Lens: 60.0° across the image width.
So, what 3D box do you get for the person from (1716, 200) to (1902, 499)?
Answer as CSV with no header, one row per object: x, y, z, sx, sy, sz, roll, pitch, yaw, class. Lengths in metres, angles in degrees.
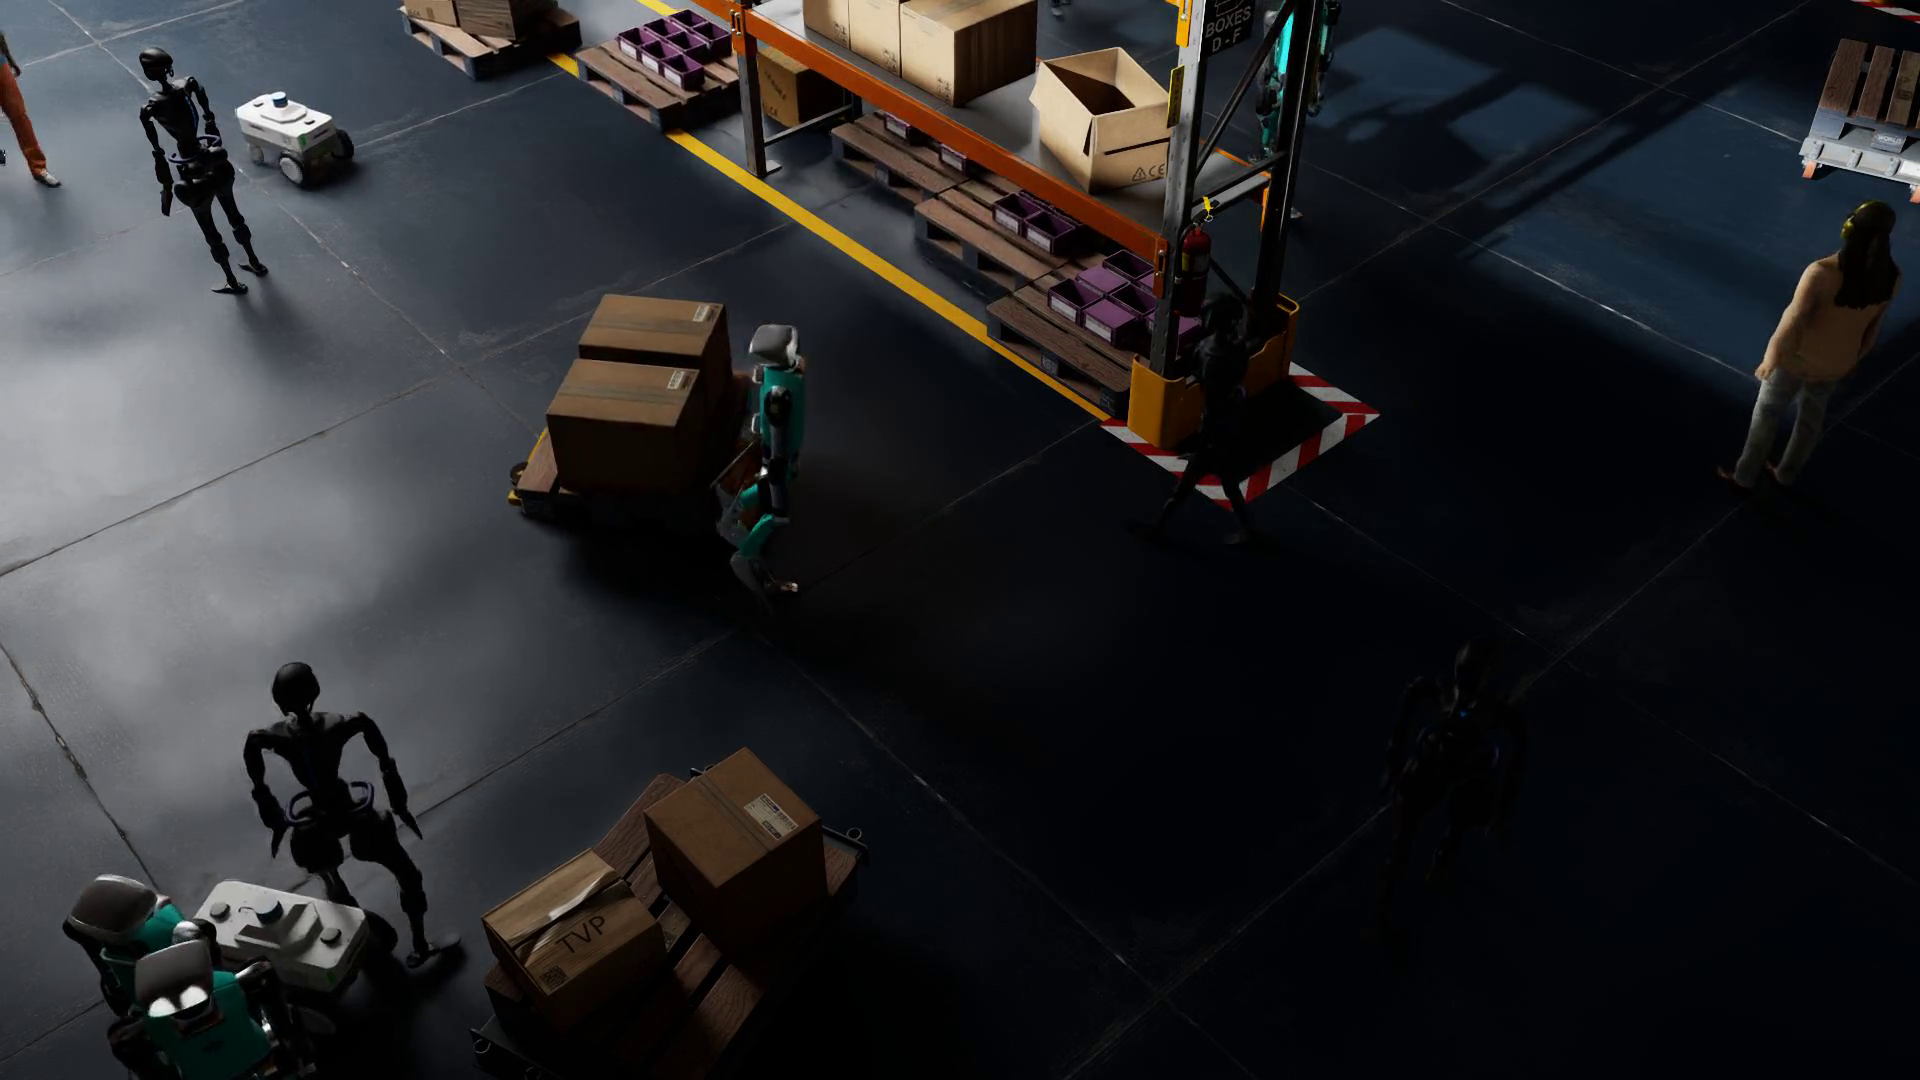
4.623,-0.985,8.989,0.571,1.873,0.421,-4,43,-4,person

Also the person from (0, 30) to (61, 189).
-6.879,-3.310,11.606,0.734,1.740,0.532,24,48,24,person

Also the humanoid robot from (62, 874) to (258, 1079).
-2.797,1.947,5.897,0.536,1.805,0.670,8,43,8,humanoid robot

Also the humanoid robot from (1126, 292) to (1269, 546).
1.323,-0.604,8.739,0.775,1.625,0.609,12,44,13,humanoid robot

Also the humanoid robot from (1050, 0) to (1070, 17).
0.932,-5.161,13.680,0.600,1.642,0.617,-12,44,-12,humanoid robot

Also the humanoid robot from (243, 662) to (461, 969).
-2.531,1.174,6.782,0.616,1.646,0.409,-10,43,-10,humanoid robot

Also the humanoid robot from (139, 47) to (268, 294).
-4.868,-2.352,10.603,0.315,1.657,0.599,15,45,16,humanoid robot

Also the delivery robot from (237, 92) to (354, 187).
-4.881,-2.975,12.099,0.739,0.566,0.499,22,47,22,delivery robot

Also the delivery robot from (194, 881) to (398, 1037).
-2.832,1.701,7.028,0.742,0.587,0.525,9,43,10,delivery robot

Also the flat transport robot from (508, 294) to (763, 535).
-1.798,-0.394,9.524,1.431,0.231,0.659,6,43,6,flat transport robot

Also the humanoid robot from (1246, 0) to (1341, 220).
2.176,-3.111,11.423,0.562,1.749,1.062,-13,44,-14,humanoid robot

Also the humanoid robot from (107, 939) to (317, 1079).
-2.649,1.840,6.032,0.531,1.784,0.821,-24,48,-24,humanoid robot

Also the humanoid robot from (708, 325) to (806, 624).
-1.061,-0.294,8.360,0.685,1.837,0.544,1,43,1,humanoid robot

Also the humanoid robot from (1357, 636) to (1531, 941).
2.043,1.054,6.930,0.600,1.632,0.731,20,46,21,humanoid robot
